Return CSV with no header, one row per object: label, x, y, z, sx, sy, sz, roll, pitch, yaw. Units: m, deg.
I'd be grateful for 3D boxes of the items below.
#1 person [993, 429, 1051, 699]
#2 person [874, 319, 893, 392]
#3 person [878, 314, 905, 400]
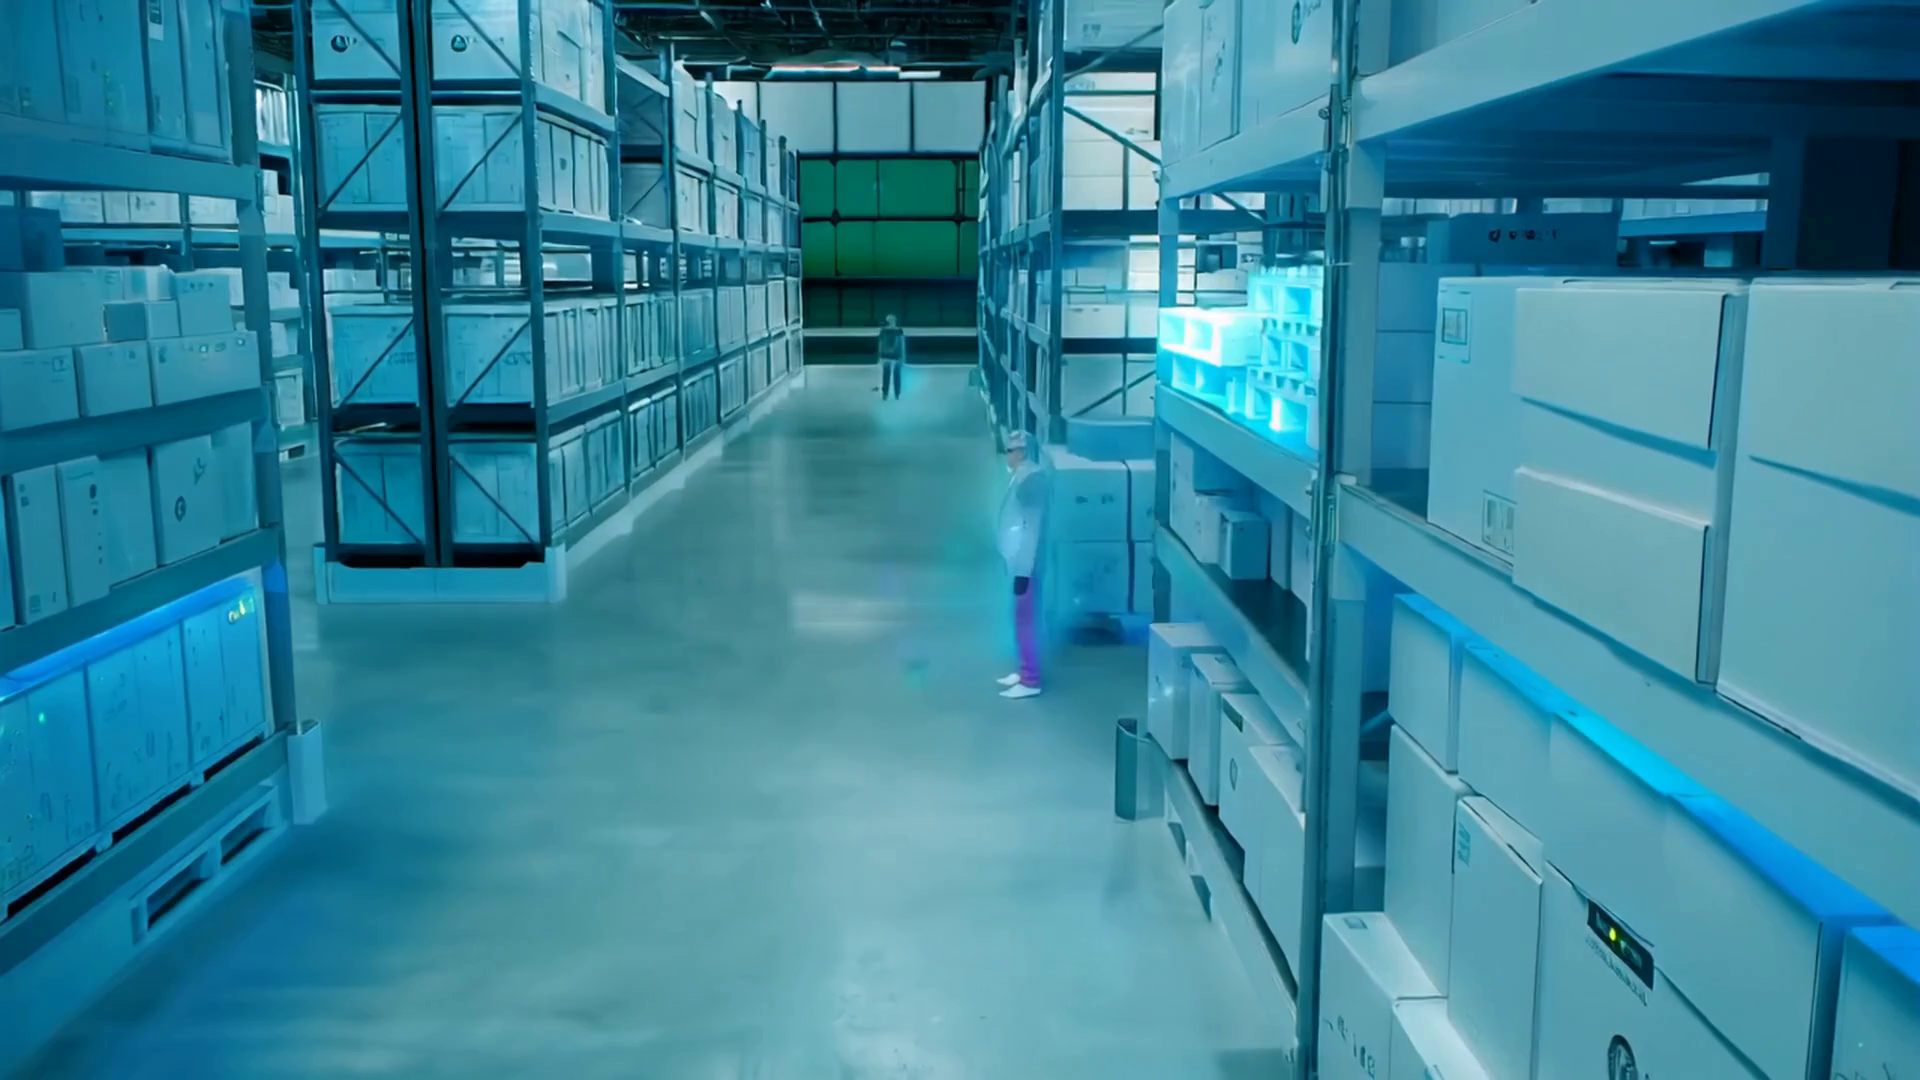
person,0.435,0.164,11.821,0.410,1.912,0.643,0,9,0
person,-1.880,-4.525,40.852,0.597,1.809,0.617,6,11,34
person,-1.575,-4.215,38.417,0.617,1.990,0.393,0,9,0
